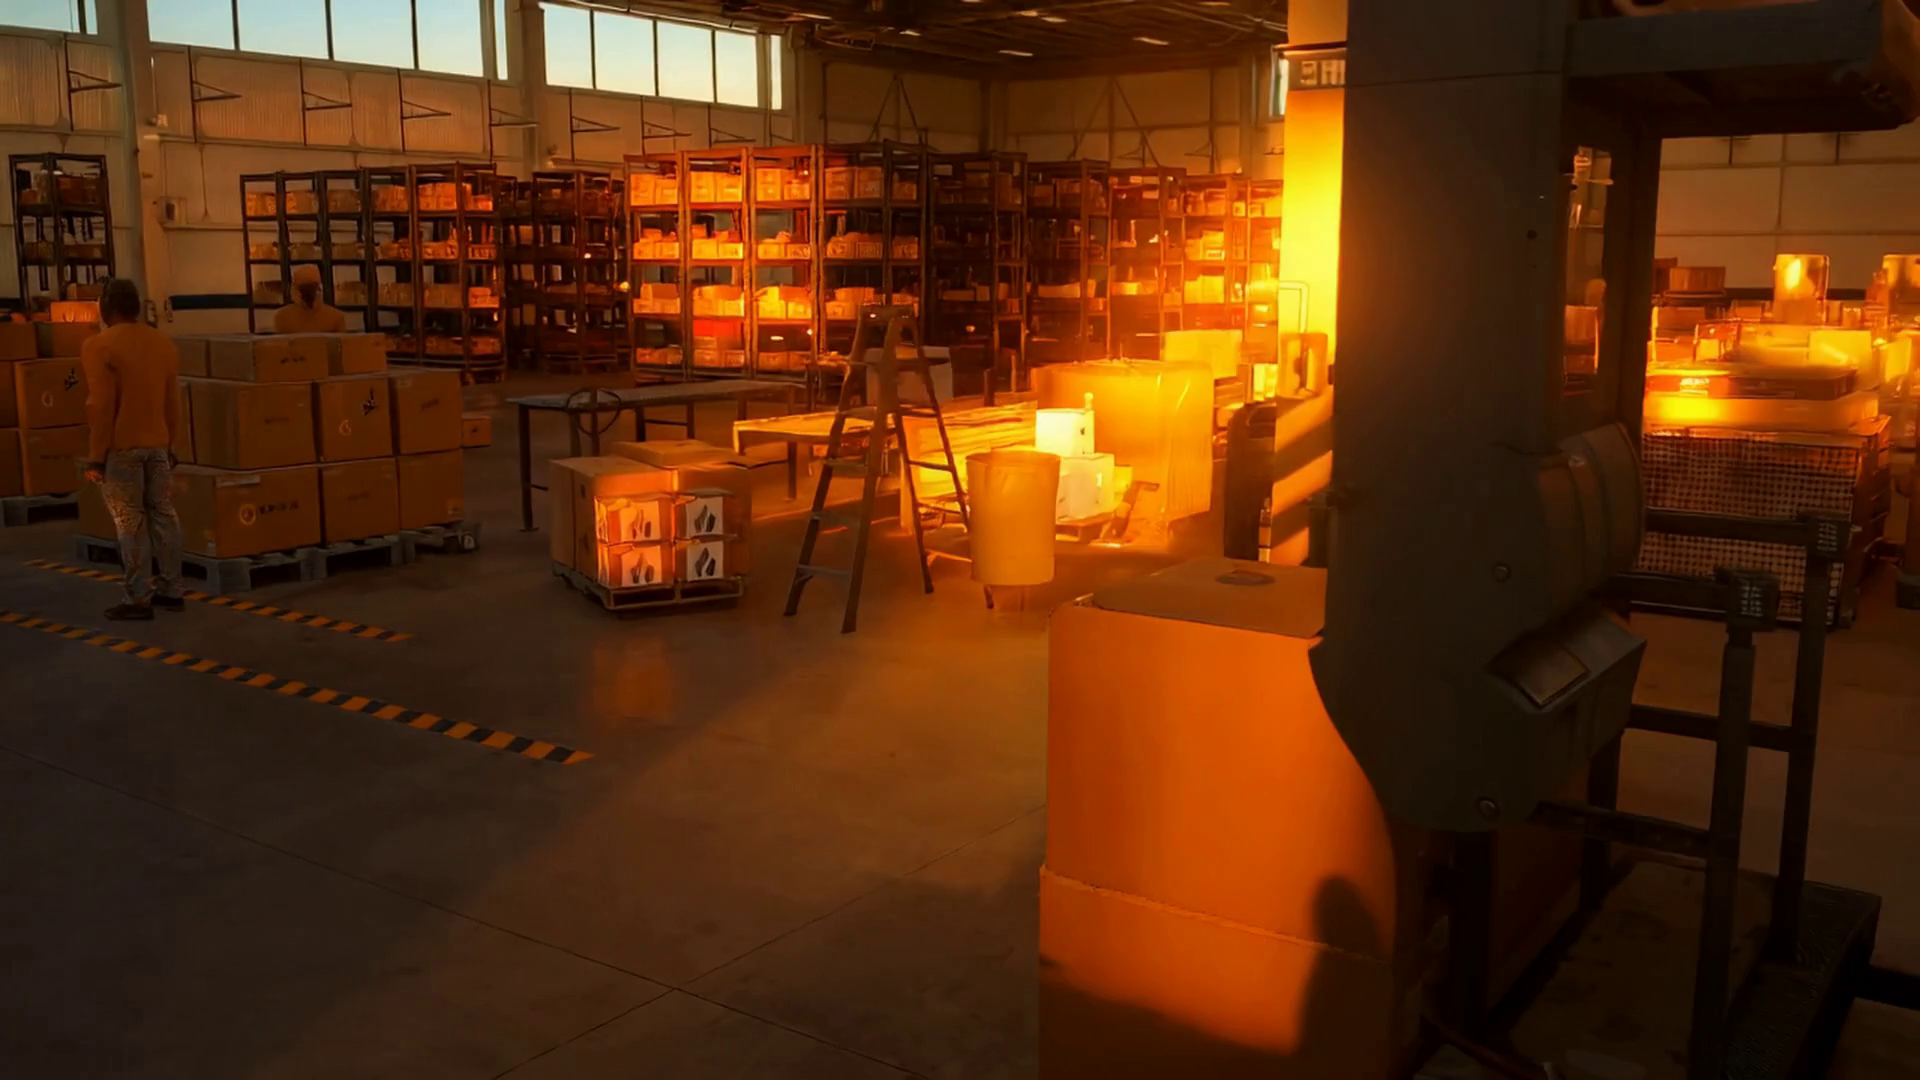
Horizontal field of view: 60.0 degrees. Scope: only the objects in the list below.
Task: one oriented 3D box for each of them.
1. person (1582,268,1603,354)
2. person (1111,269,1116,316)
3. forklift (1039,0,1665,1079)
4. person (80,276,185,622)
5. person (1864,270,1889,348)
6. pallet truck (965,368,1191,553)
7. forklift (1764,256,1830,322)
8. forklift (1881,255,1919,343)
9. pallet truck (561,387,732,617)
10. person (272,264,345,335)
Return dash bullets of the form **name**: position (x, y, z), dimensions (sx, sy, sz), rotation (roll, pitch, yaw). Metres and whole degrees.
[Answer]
- **person**: position (13.831, -4.961, 36.100), dimensions (0.651, 1.876, 0.902), rotation (8, 12, 39)
- **person**: position (3.678, -5.683, 40.487), dimensions (0.564, 1.838, 0.390), rotation (-9, 13, -43)
- **forklift**: position (1.249, -0.137, 4.360), dimensions (1.873, 2.768, 1.129), rotation (7, 12, 35)
- **person**: position (-4.661, -0.509, 9.373), dimensions (0.357, 1.938, 0.638), rotation (3, 10, 16)
- **person**: position (19.427, -4.797, 35.228), dimensions (0.404, 1.832, 0.589), rotation (-3, 10, -18)
- **pallet truck**: position (0.845, -0.609, 11.869), dimensions (1.630, 1.274, 0.653), rotation (7, 12, 35)
- **forklift**: position (20.253, -5.854, 40.139), dimensions (1.157, 1.987, 2.680), rotation (7, 12, 35)
- **forklift**: position (22.089, -5.634, 38.796), dimensions (1.157, 1.987, 2.680), rotation (6, 11, 33)
- **pallet truck**: position (-1.981, -0.274, 10.088), dimensions (0.680, 1.201, 1.601), rotation (-5, 11, -28)
- **person**: position (-5.605, -1.380, 14.390), dimensions (0.612, 1.997, 0.375), rotation (-5, 11, -30)
